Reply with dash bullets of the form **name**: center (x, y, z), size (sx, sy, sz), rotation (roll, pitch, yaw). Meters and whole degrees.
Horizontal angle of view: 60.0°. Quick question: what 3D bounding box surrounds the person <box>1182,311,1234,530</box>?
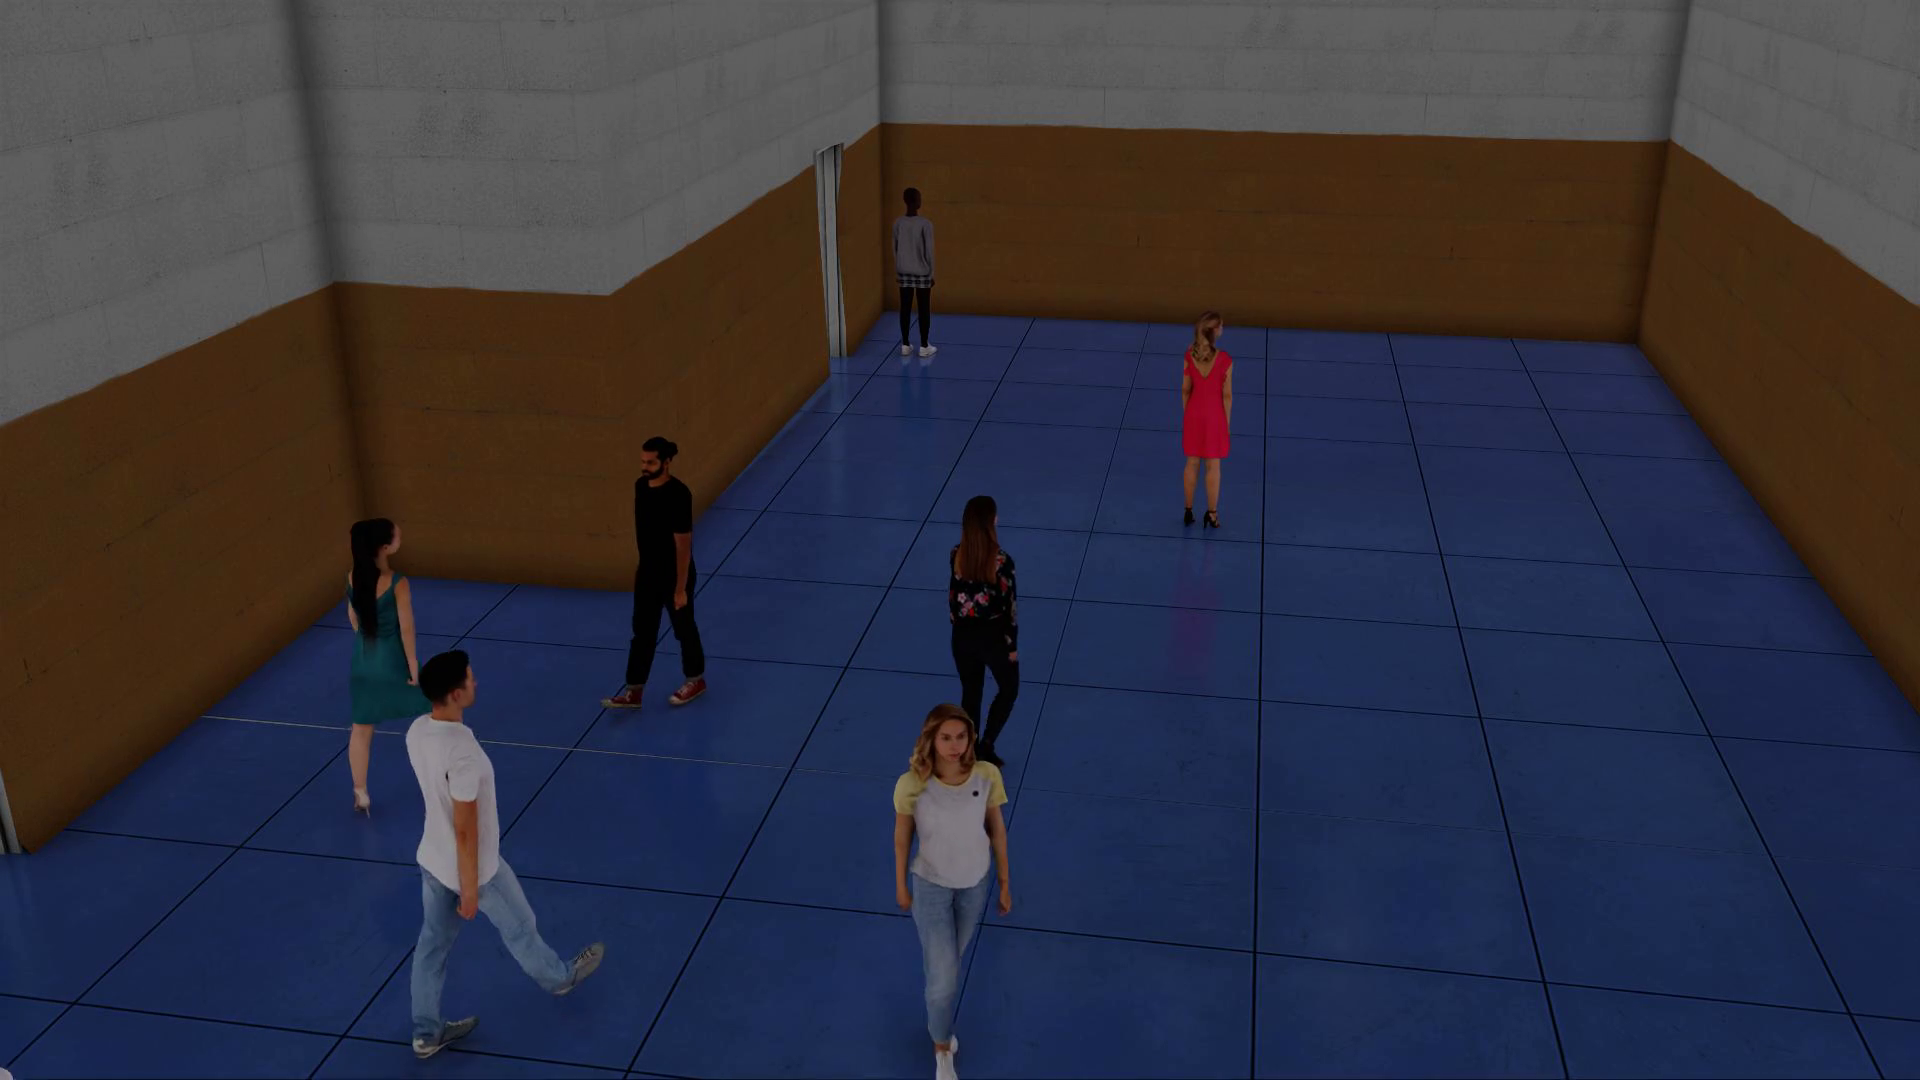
- **person**: center (1.899, -0.931, 12.905), size (0.600, 1.727, 0.710), rotation (14, 26, 31)

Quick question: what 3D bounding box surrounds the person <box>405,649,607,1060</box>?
- **person**: center (-2.187, 1.386, 7.019), size (1.178, 1.816, 1.130), rotation (20, 29, 41)

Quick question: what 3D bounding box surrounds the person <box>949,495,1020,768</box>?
- **person**: center (0.092, 0.574, 9.229), size (0.616, 1.676, 0.732), rotation (12, 25, 28)

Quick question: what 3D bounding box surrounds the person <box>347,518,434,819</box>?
- **person**: center (-3.129, 0.707, 8.918), size (0.700, 1.660, 0.706), rotation (1, 22, 2)

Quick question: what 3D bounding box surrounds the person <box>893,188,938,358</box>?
- **person**: center (-0.490, -2.824, 17.555), size (0.547, 1.772, 0.718), rotation (9, 24, 21)

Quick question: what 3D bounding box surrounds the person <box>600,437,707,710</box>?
- **person**: center (-1.724, 0.190, 10.099), size (0.994, 1.739, 0.975), rotation (17, 28, 36)

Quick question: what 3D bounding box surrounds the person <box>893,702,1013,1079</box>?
- **person**: center (-0.068, 1.421, 7.058), size (0.844, 1.707, 0.879), rotation (-9, 23, -21)
